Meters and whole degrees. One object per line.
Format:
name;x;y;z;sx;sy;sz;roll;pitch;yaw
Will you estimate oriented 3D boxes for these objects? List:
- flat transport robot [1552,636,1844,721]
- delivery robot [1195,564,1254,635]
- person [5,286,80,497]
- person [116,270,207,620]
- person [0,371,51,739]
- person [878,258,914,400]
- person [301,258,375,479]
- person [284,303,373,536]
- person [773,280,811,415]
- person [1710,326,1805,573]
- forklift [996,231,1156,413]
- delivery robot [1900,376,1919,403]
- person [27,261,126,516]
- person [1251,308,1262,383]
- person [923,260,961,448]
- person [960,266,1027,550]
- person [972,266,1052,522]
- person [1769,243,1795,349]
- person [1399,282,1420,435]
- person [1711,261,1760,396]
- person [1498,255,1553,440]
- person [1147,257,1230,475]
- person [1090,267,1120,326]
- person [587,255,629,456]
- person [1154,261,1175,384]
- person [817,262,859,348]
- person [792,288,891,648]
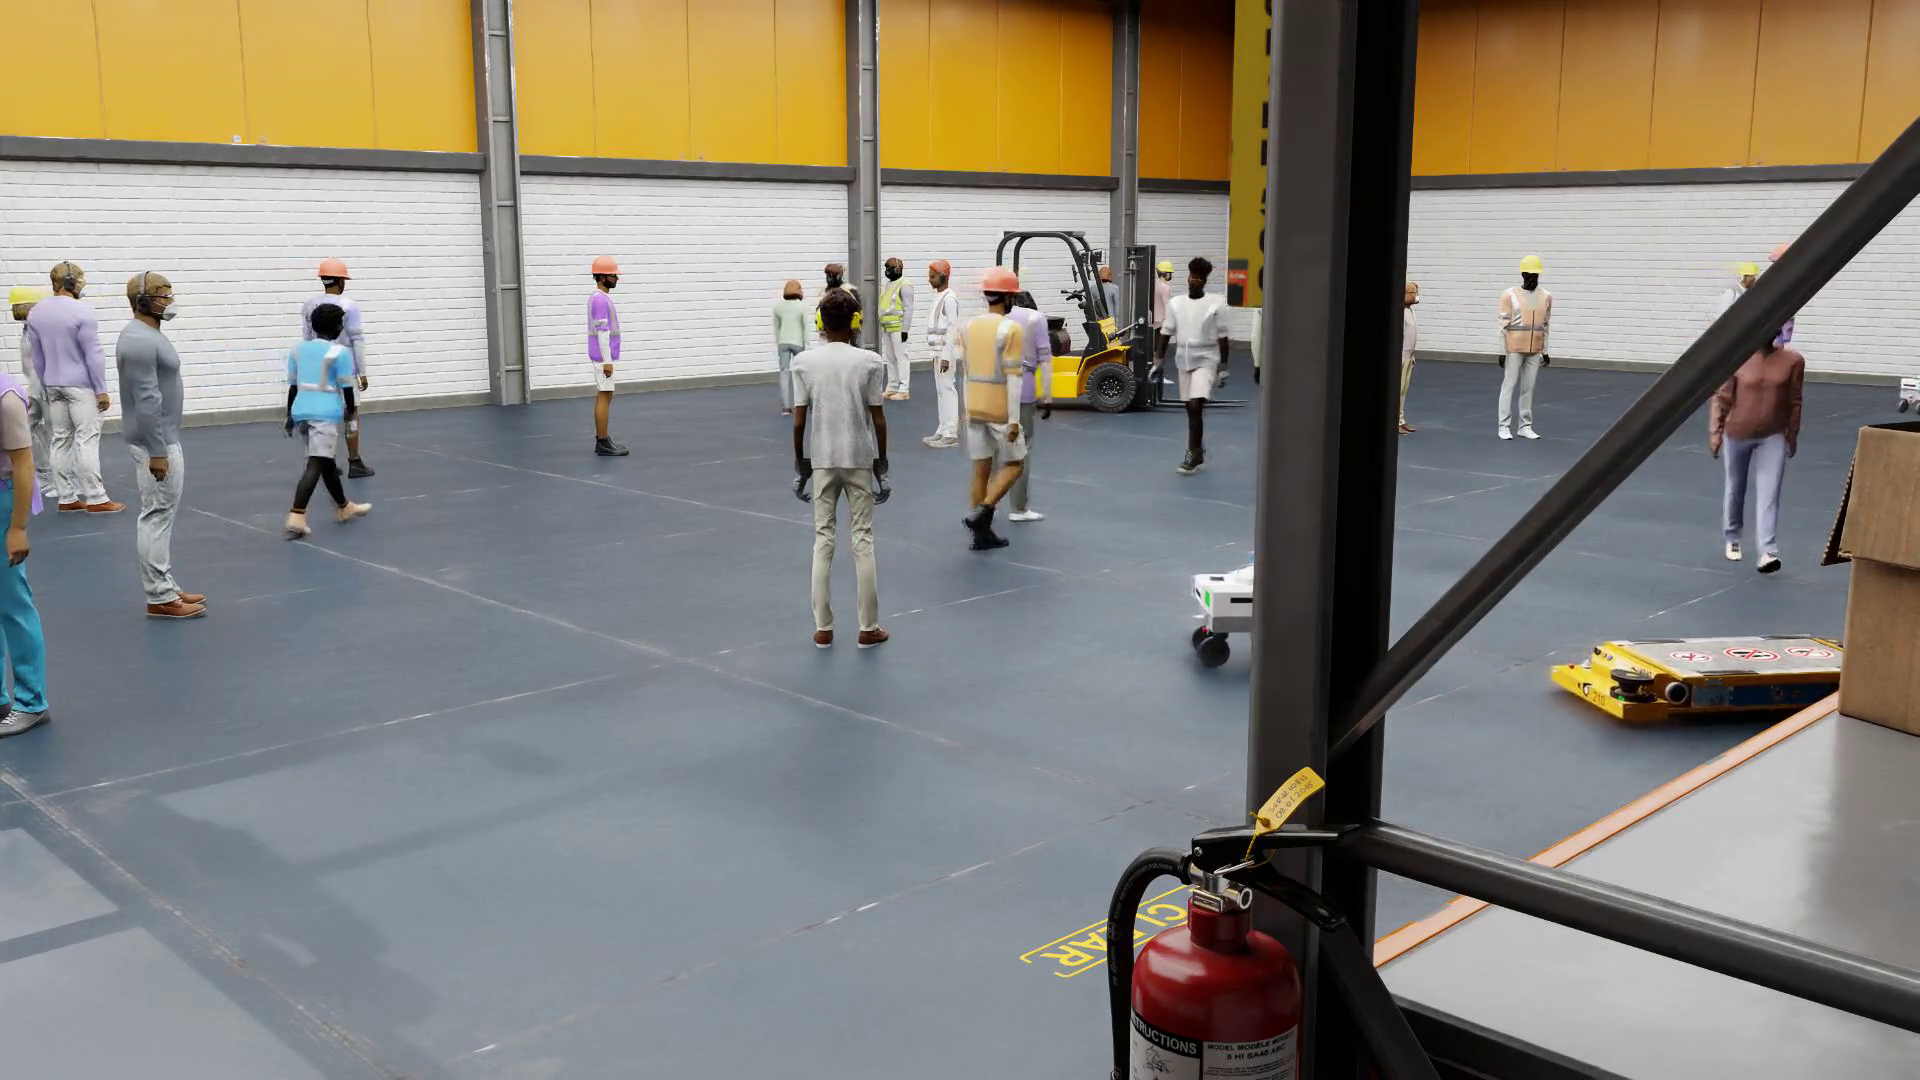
flat transport robot;3.538;0.618;7.602;1.431;0.197;0.652;-1;10;-7
delivery robot;1.539;0.295;8.332;0.707;0.478;0.477;0;10;0
person;-7.501;-1.197;13.530;0.499;1.722;0.527;10;14;44
person;-4.474;-0.526;9.288;0.358;1.938;0.636;-4;11;-22
person;-4.174;-0.084;7.130;0.570;1.845;0.384;5;12;26
person;-0.853;-2.743;21.646;0.429;1.843;0.633;-6;12;-31
person;-5.472;-1.506;14.646;0.552;1.932;0.377;2;11;9
person;-4.618;-0.872;11.965;0.568;1.642;0.897;5;12;27
person;-1.999;-2.326;20.037;0.497;1.582;0.788;2;11;12
person;5.082;-0.662;10.625;0.549;1.710;0.919;3;11;16
forklift;1.222;-2.721;20.561;2.313;2.155;1.214;2;11;13
delivery robot;11.660;-1.833;19.937;0.707;0.478;0.477;-3;11;-16
person;-6.748;-1.142;12.663;0.627;1.935;0.371;3;11;18
person;2.901;-1.565;14.804;0.622;1.992;0.396;7;13;34
person;-0.175;-1.877;16.801;0.353;1.886;0.573;-2;11;-11
person;0.210;-0.867;11.193;0.557;1.923;0.526;9;14;41
person;0.360;-1.062;12.335;0.633;1.898;0.374;2;11;9
person;8.825;-2.160;17.934;0.372;2.037;0.607;4;11;22
person;4.802;-1.961;17.941;0.280;1.636;0.500;6;12;29
person;10.149;-2.735;21.733;0.600;1.805;0.858;-3;11;-16
person;5.915;-2.007;17.400;0.590;1.926;0.388;-2;11;-12
person;2.032;-1.552;14.893;0.646;1.927;0.803;9;13;39
person;2.289;-3.514;26.415;0.498;1.634;0.281;3;11;15
person;-3.424;-1.782;16.145;0.358;1.938;0.548;-3;11;-15
person;2.920;-3.130;23.966;0.328;1.765;0.532;-3;11;-16
person;-1.451;-2.466;20.220;0.633;1.818;0.828;8;13;36
person;-0.614;-0.363;8.607;0.518;1.865;0.328;1;10;6
